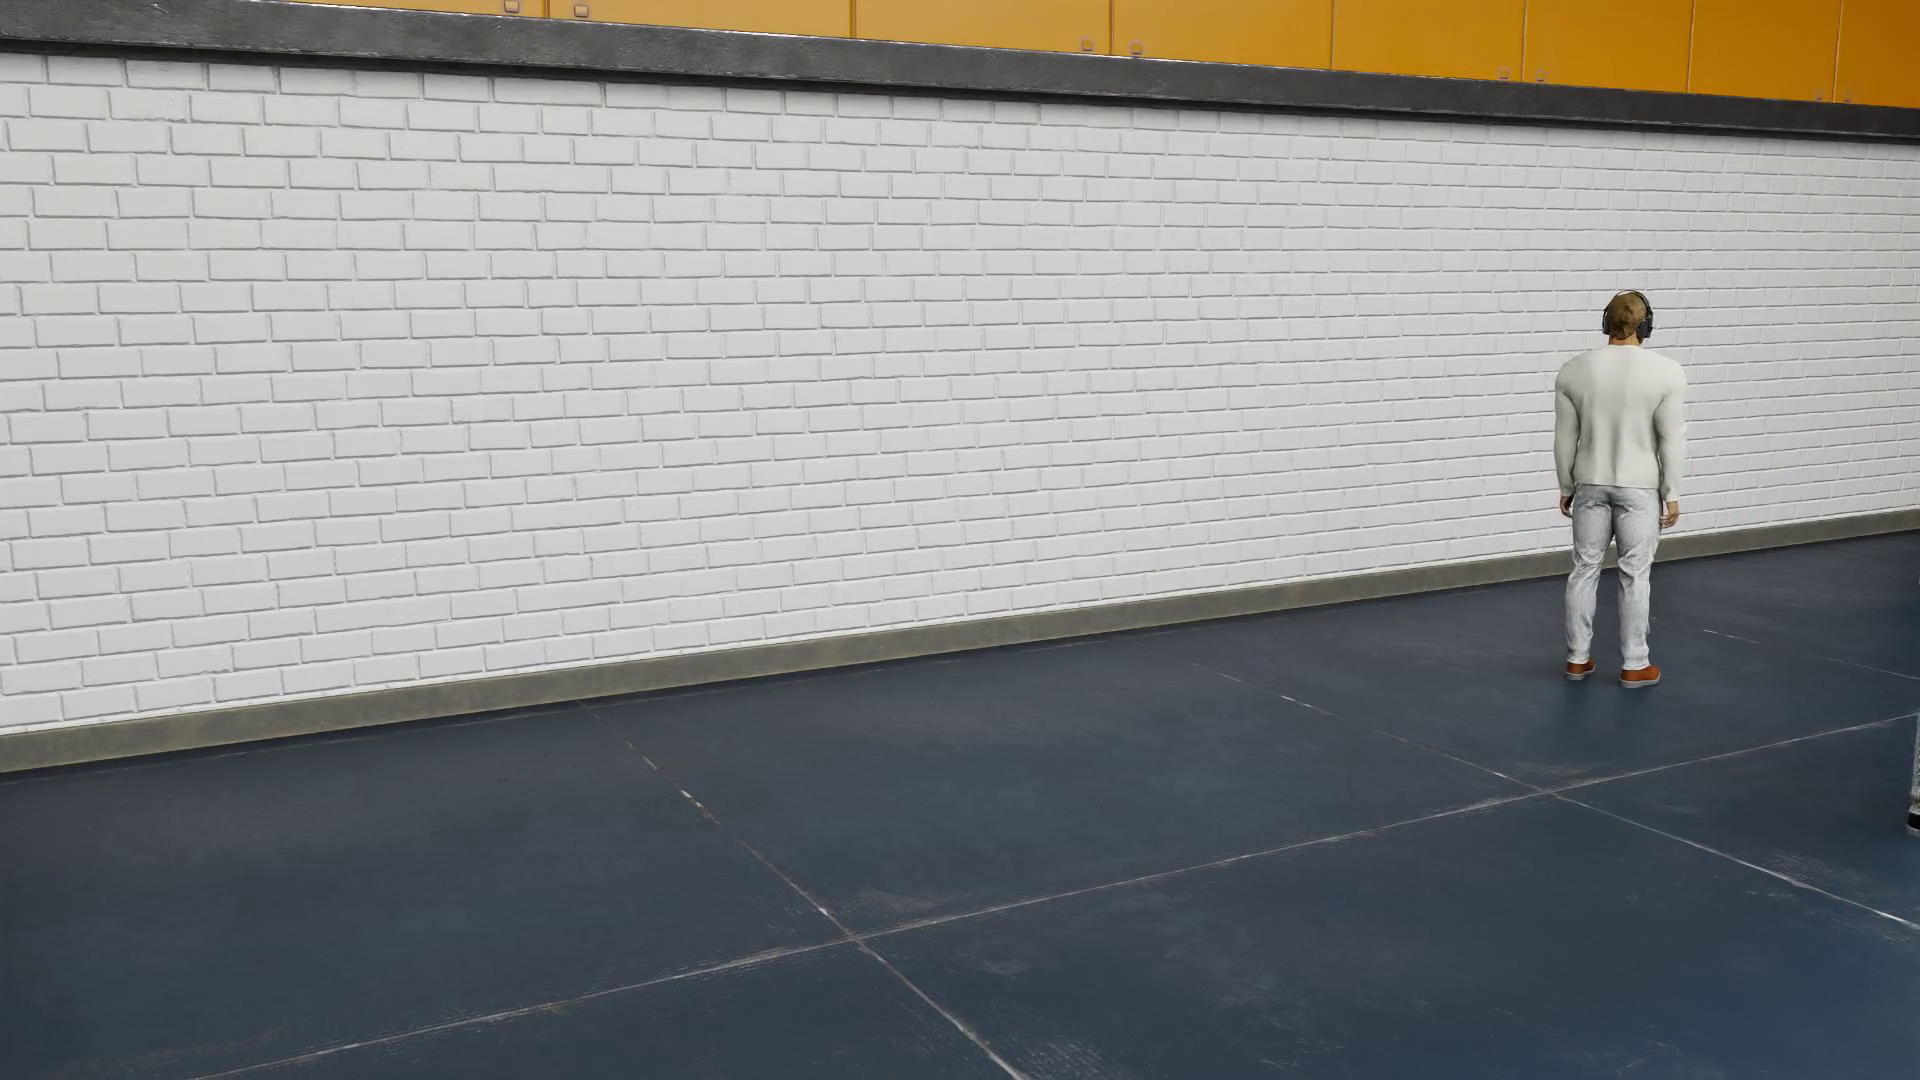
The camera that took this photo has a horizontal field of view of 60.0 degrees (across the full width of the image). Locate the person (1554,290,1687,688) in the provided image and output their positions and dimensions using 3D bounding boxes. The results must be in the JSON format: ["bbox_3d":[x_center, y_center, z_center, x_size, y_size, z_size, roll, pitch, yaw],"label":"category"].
[{"bbox_3d":[3.218,-0.245,8.149,0.631,1.940,0.372,8,13,38],"label":"person"}]

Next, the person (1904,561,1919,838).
[{"bbox_3d":[3.684,0.191,5.981,0.606,1.824,0.404,-9,13,-43],"label":"person"}]
